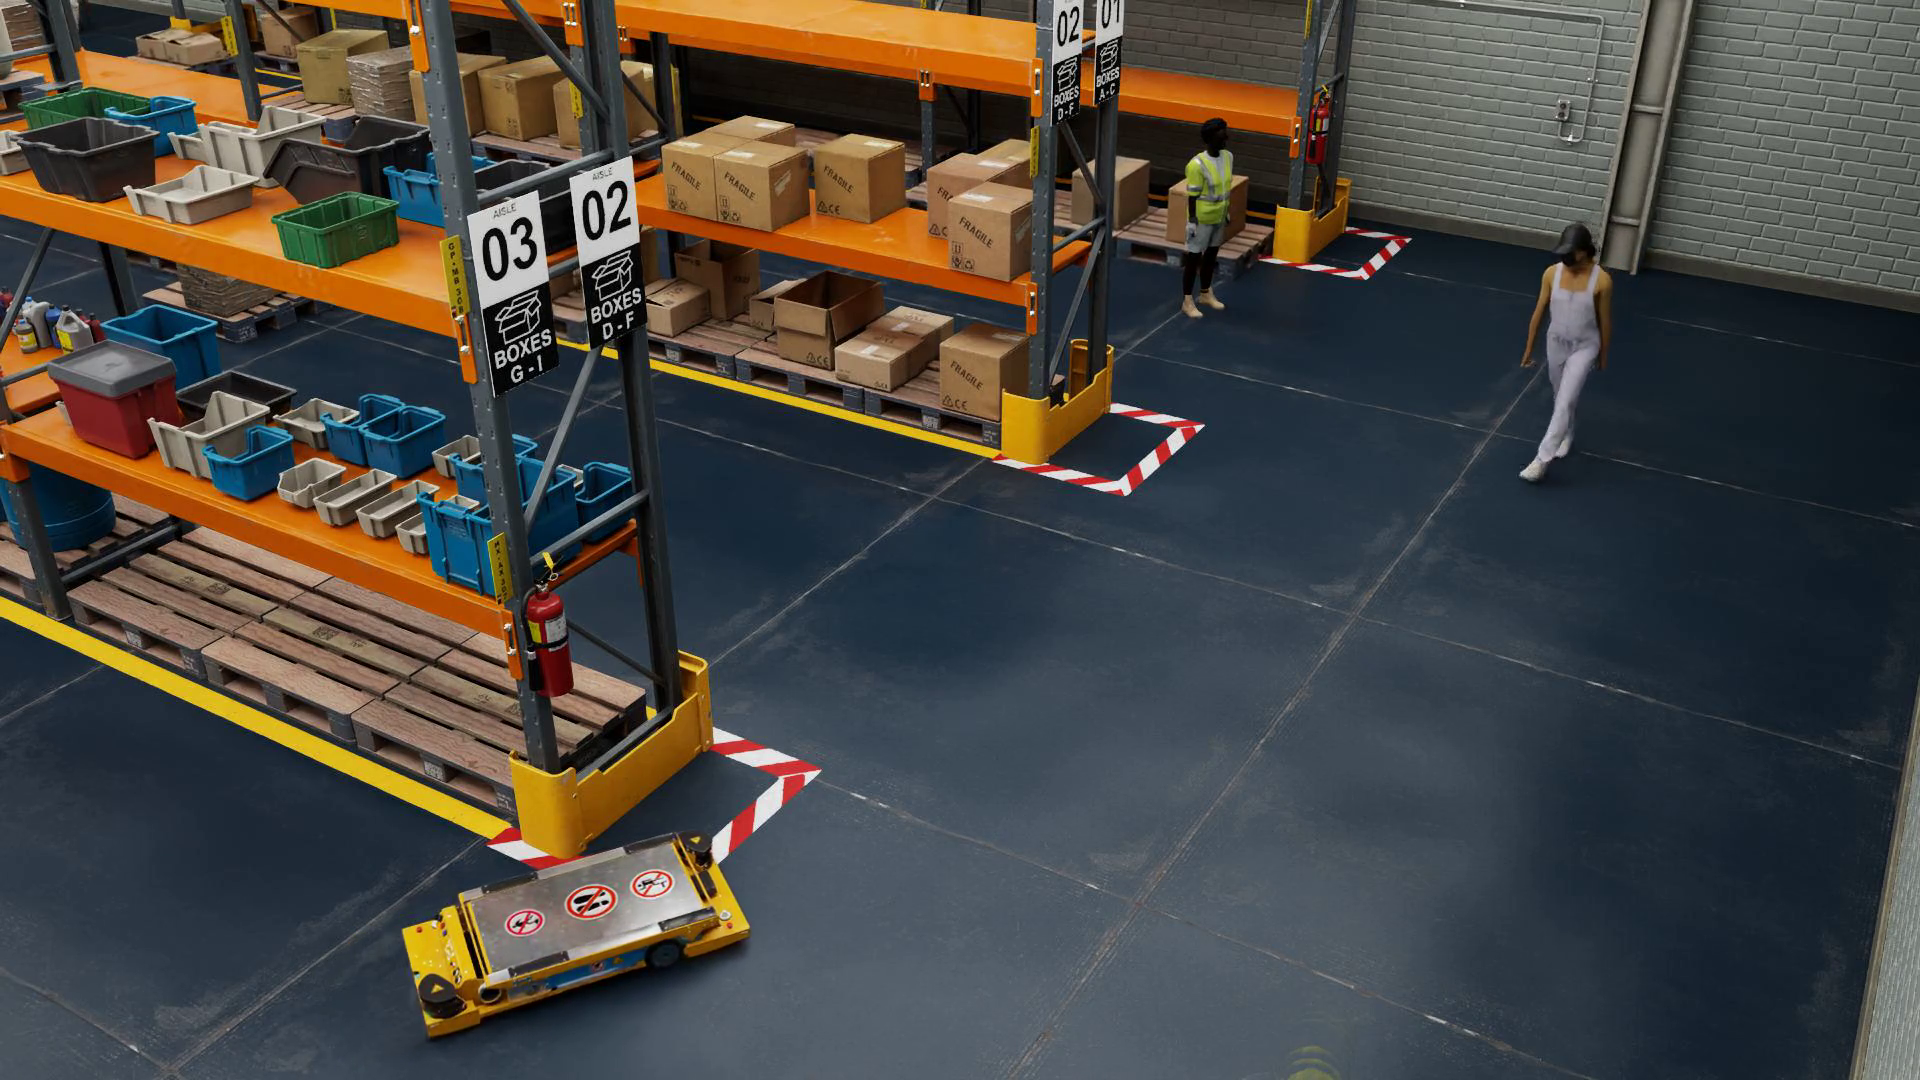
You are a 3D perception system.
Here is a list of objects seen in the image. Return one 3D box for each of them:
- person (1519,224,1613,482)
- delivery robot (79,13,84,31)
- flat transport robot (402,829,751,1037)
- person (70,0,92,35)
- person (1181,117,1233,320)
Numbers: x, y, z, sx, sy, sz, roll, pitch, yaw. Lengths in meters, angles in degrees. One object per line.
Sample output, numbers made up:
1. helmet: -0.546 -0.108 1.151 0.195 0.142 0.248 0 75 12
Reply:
1. person: 4.143 -1.307 11.407 0.509 1.794 1.010 24 37 36
2. delivery robot: -13.070 -7.625 24.027 0.508 0.600 0.772 -25 38 -37
3. flat transport robot: -1.733 1.744 7.504 1.431 0.231 0.659 -13 32 -22
4. person: -11.318 -6.714 21.089 0.701 1.812 0.595 26 38 38
5. person: 2.098 -2.722 14.046 0.538 1.699 0.317 -25 37 -37
